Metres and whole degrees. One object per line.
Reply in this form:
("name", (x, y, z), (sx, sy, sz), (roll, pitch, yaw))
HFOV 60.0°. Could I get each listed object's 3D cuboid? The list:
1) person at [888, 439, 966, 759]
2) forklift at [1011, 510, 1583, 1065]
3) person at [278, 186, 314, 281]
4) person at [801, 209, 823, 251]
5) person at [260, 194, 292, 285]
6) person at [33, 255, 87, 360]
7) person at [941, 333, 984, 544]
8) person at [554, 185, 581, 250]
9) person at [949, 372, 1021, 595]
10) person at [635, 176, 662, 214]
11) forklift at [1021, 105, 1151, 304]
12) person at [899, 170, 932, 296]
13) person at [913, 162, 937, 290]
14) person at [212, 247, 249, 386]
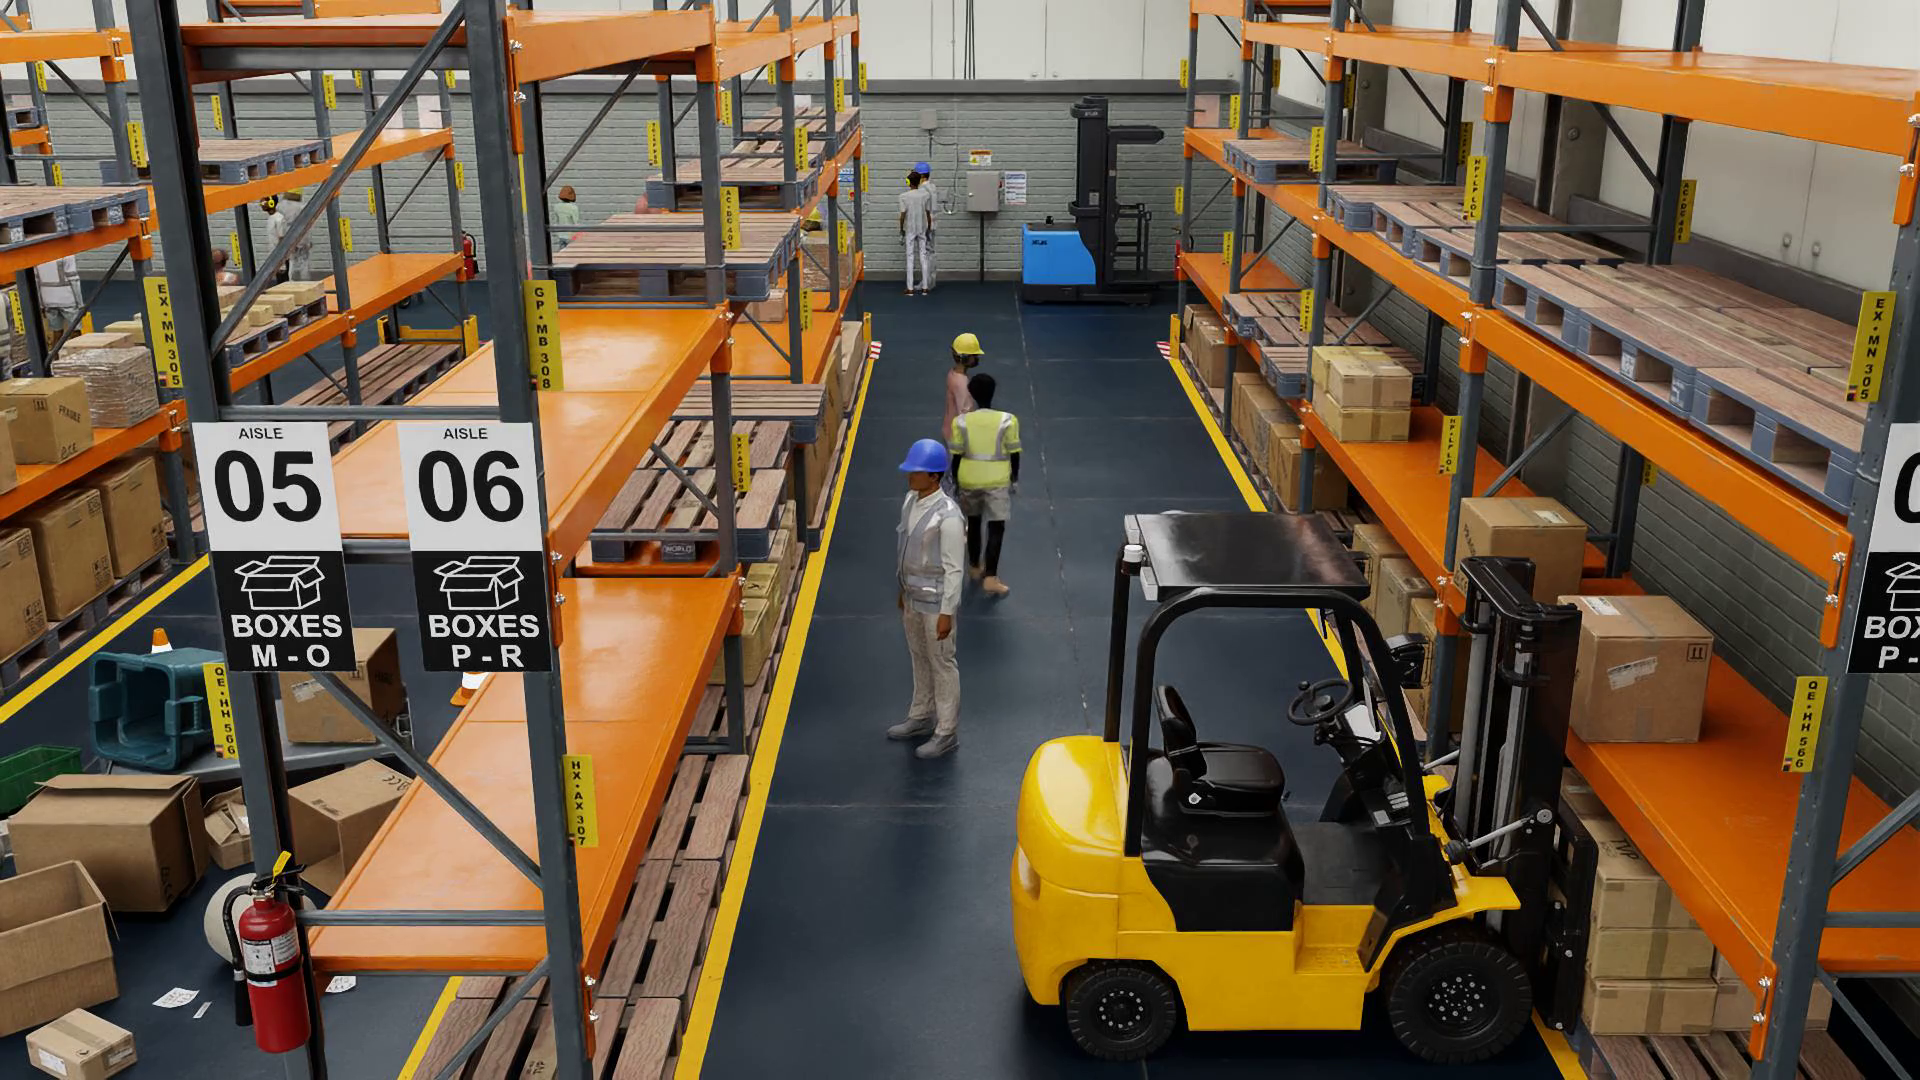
("person", (-0.187, 0.337, 9.930), (0.380, 1.951, 0.605), (-11, 21, -29))
("forklift", (1.387, 1.055, 7.378), (2.313, 2.155, 1.214), (0, 18, 0))
("person", (-9.985, -4.554, 25.100), (0.516, 1.699, 0.375), (3, 19, 9))
("person", (-1.932, -3.474, 21.802), (0.321, 1.731, 0.490), (0, 18, -1))
("person", (-9.258, -3.802, 22.592), (0.341, 1.866, 0.521), (-12, 22, -32))
("person", (-10.494, -2.784, 19.420), (0.552, 1.923, 0.390), (1, 18, 5))
("person", (0.024, -0.847, 13.817), (0.345, 1.760, 0.528), (-3, 19, -10))
("person", (-5.927, -4.553, 25.229), (0.508, 1.627, 0.280), (12, 22, 32))
("person", (0.173, -0.419, 12.661), (0.547, 1.666, 0.616), (4, 19, 11))
("person", (-4.400, -4.313, 24.083), (0.398, 1.900, 0.649), (9, 20, 26))
("forklift", (1.857, -4.944, 24.441), (1.873, 2.768, 1.129), (0, 18, 0))
("person", (-0.673, -4.629, 25.064), (0.510, 1.877, 0.328), (-5, 19, -16))
("person", (-0.543, -4.812, 25.505), (0.405, 1.943, 0.615), (6, 19, 16))
("person", (-8.461, -2.541, 19.142), (0.539, 1.626, 0.397), (3, 19, 9))
